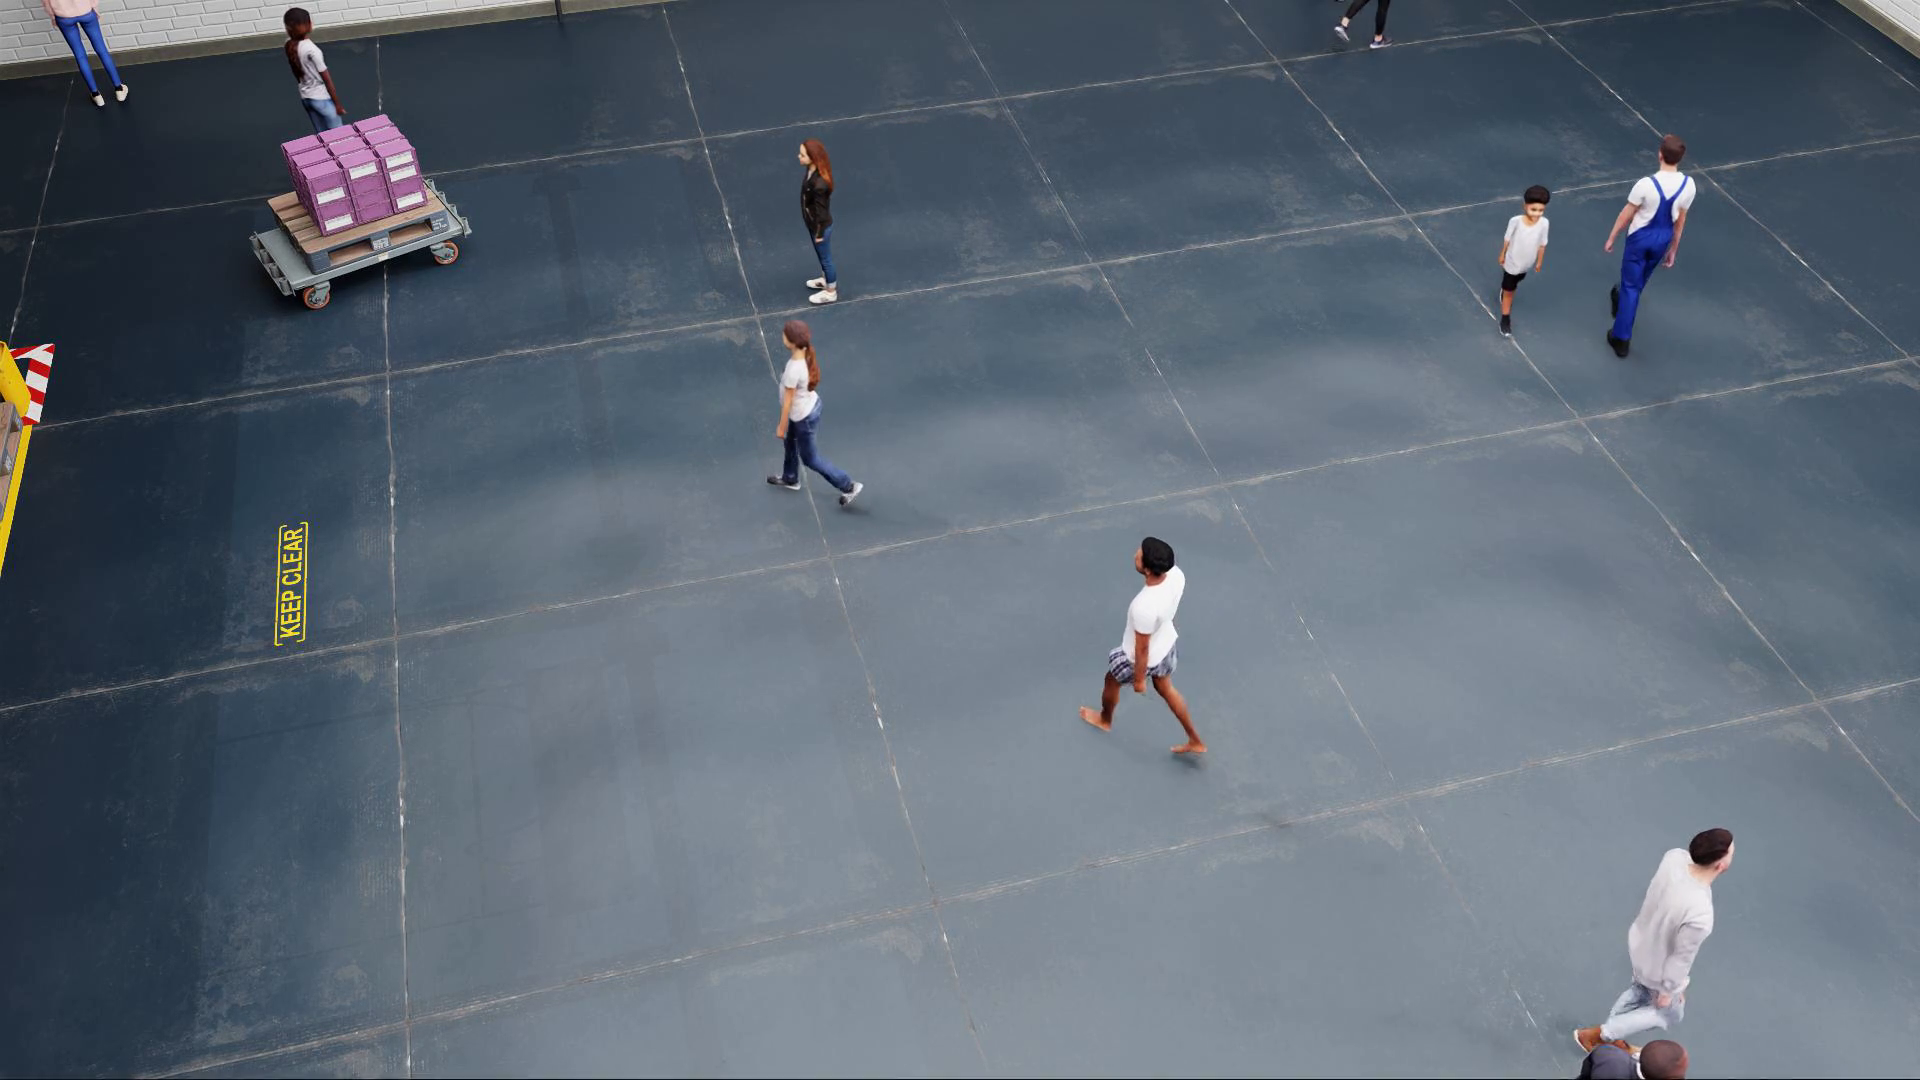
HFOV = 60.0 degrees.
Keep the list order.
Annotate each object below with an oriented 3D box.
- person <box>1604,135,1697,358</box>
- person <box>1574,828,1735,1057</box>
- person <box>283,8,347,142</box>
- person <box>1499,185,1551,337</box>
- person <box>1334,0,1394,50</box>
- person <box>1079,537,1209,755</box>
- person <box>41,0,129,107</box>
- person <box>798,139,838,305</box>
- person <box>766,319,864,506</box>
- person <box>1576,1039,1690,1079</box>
[{"bbox_3d":[5.376,-2.256,13.000,0.850,1.826,1.126,2,44,2],"label":"person"},{"bbox_3d":[3.471,2.098,8.434,0.880,1.820,0.756,5,44,5],"label":"person"},{"bbox_3d":[-5.709,-3.913,14.816,0.659,1.719,0.725,24,48,23],"label":"person"},{"bbox_3d":[4.556,-2.349,13.521,0.724,1.242,0.968,6,44,6],"label":"person"},{"bbox_3d":[4.174,-5.750,16.767,0.696,1.689,0.850,-15,46,-15],"label":"person"},{"bbox_3d":[1.210,0.694,10.001,1.190,1.692,1.079,26,49,25],"label":"person"},{"bbox_3d":[-8.487,-5.029,15.952,0.676,1.769,0.604,-18,46,-18],"label":"person"},{"bbox_3d":[-1.145,-2.624,13.637,0.600,1.481,0.436,-11,45,-12],"label":"person"},{"bbox_3d":[-1.061,-0.874,11.757,0.891,1.539,1.005,9,44,9],"label":"person"},{"bbox_3d":[2.991,2.820,7.674,0.760,1.824,0.547,-14,45,-15],"label":"person"}]
